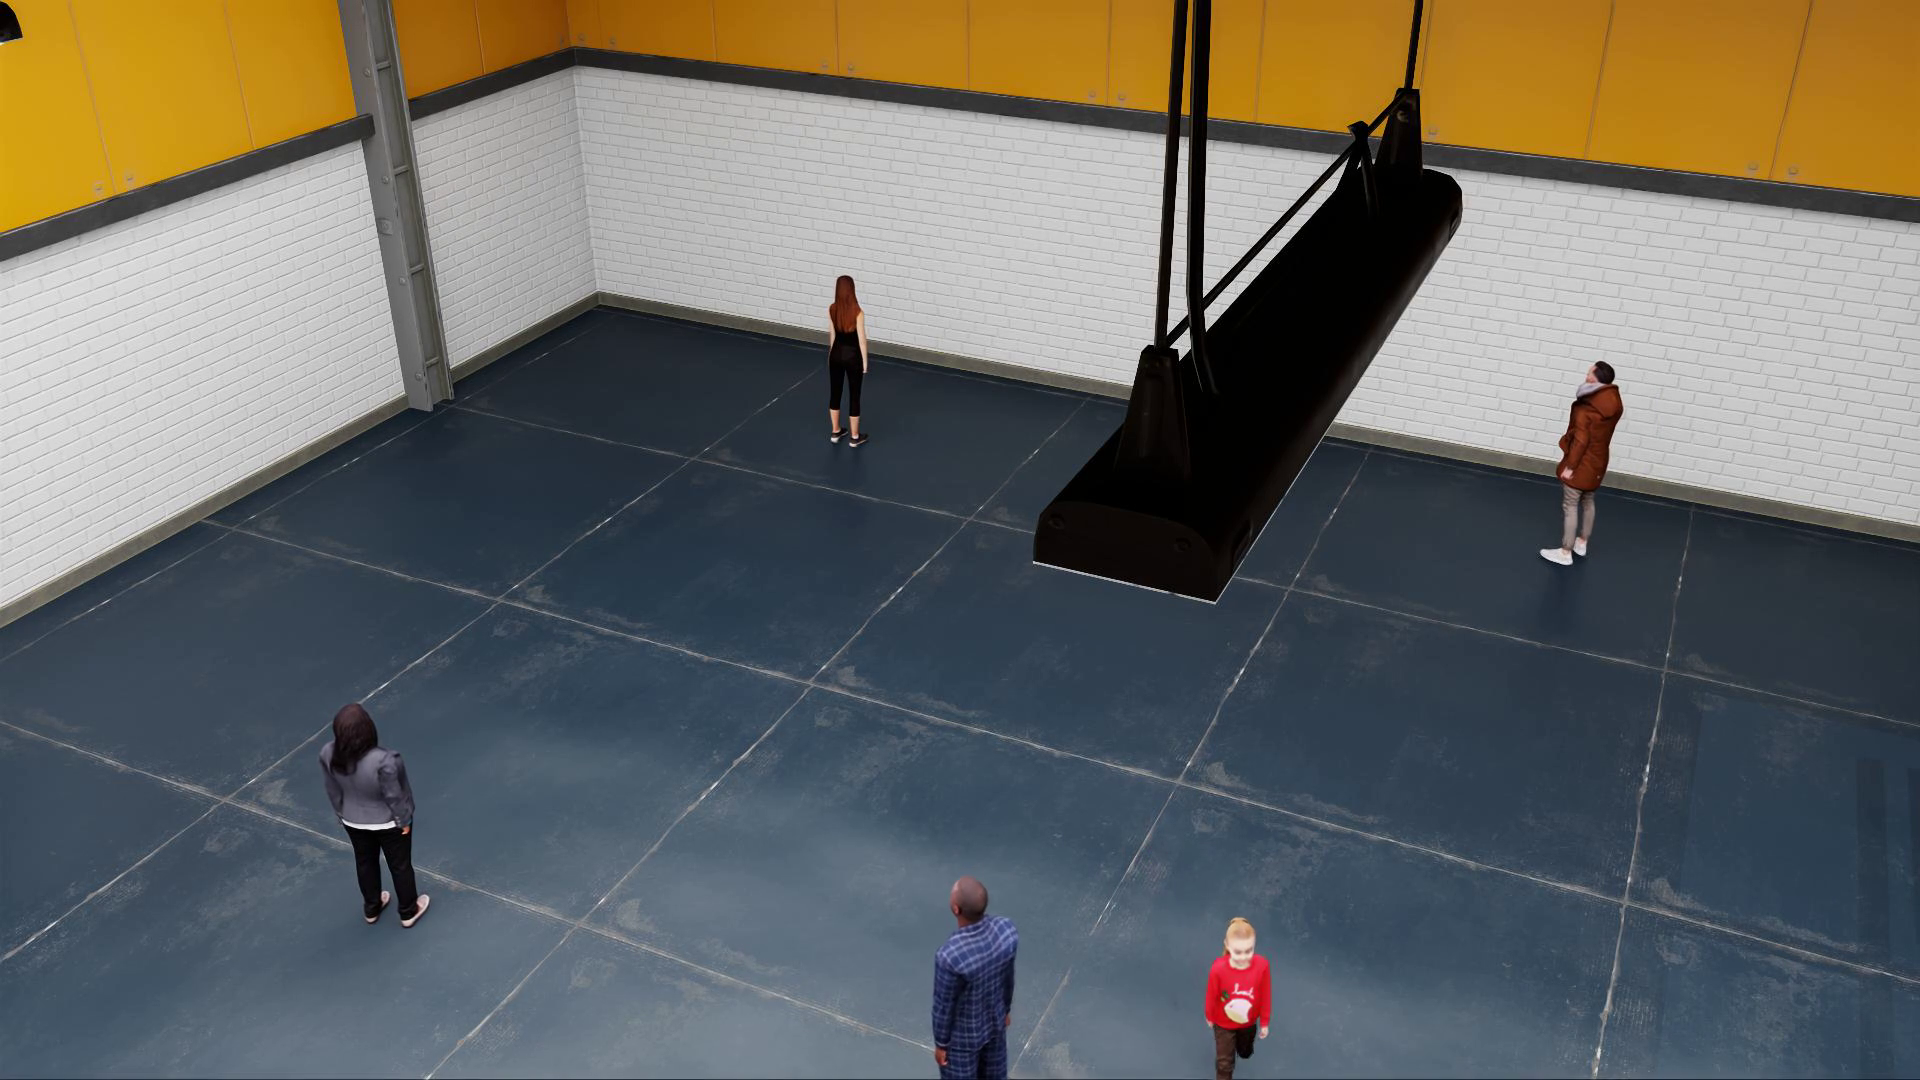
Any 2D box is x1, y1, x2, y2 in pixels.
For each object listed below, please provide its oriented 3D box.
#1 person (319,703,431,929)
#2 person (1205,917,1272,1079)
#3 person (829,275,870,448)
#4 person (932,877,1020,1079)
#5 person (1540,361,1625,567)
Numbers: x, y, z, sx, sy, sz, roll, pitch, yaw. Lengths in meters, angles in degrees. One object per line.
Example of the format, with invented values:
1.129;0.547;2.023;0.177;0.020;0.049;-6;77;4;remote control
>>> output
-3.575;1.679;10.156;0.717;1.595;0.718;6;29;11;person
1.470;2.526;8.945;0.748;1.267;0.868;-4;29;-8;person
-1.129;-1.770;16.344;0.542;1.724;0.503;13;31;22;person
0.072;2.475;8.464;0.701;1.817;0.815;-18;34;-30;person
5.342;-0.658;14.186;0.795;1.838;0.890;-20;34;-32;person
